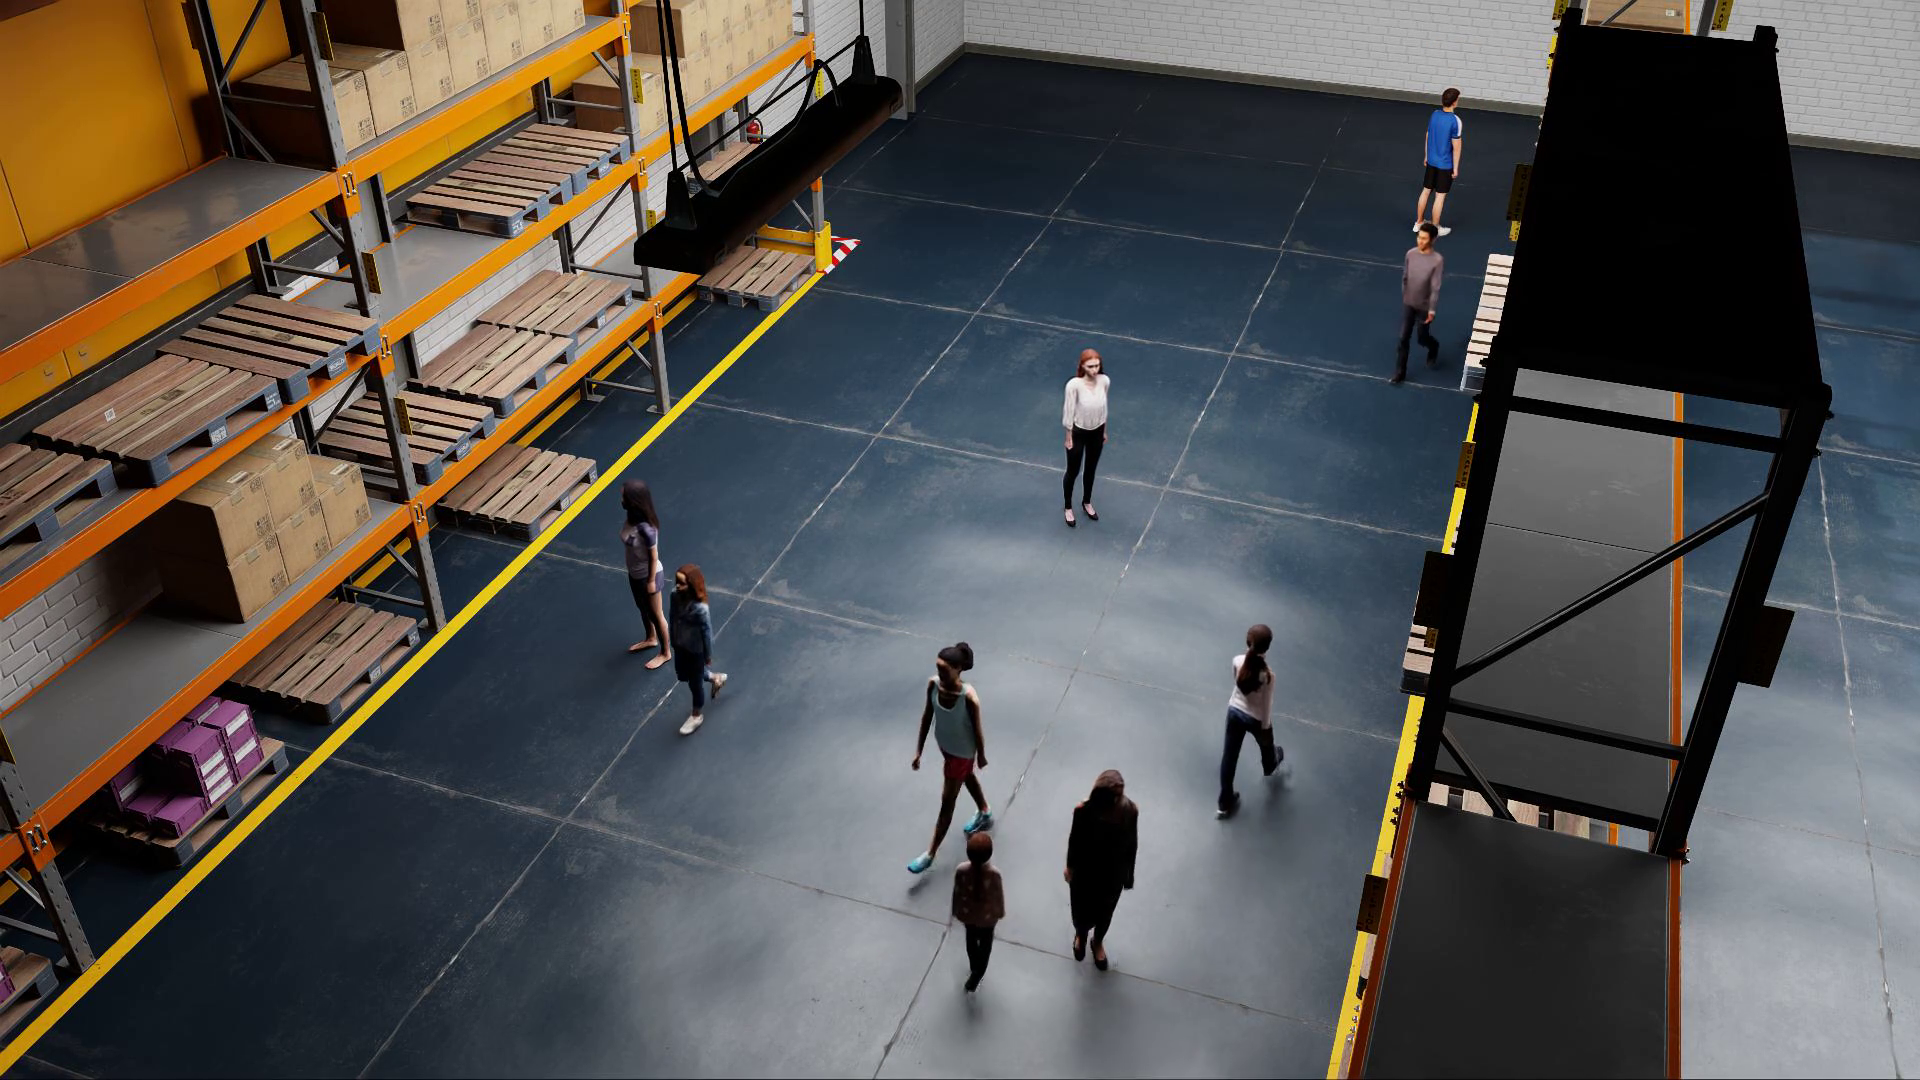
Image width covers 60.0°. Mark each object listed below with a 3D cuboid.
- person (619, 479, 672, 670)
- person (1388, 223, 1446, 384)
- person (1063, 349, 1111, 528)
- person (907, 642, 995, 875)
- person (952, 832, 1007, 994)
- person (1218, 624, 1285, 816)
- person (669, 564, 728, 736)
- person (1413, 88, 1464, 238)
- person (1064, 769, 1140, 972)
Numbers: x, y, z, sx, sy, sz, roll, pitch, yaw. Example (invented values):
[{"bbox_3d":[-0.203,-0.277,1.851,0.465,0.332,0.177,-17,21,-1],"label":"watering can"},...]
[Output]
[{"bbox_3d":[-2.536,0.248,13.367,0.711,1.706,0.680,-20,39,-28],"label":"person"},{"bbox_3d":[4.880,-2.496,17.457,0.900,1.747,1.086,23,40,31],"label":"person"},{"bbox_3d":[1.146,-0.943,15.110,0.649,1.759,0.711,-15,36,-21],"label":"person"},{"bbox_3d":[0.029,1.417,11.596,0.891,1.718,1.212,27,42,35],"label":"person"},{"bbox_3d":[0.110,2.394,10.612,0.505,1.182,0.726,7,34,10],"label":"person"},{"bbox_3d":[2.012,1.324,11.914,0.672,1.522,1.046,21,39,28],"label":"person"},{"bbox_3d":[-2.013,0.783,12.777,0.724,1.467,0.869,25,41,32],"label":"person"},{"bbox_3d":[5.967,-4.709,20.680,0.760,1.866,0.750,-23,40,-31],"label":"person"},{"bbox_3d":[0.886,2.048,10.671,0.708,1.693,0.733,-2,34,-4],"label":"person"}]
